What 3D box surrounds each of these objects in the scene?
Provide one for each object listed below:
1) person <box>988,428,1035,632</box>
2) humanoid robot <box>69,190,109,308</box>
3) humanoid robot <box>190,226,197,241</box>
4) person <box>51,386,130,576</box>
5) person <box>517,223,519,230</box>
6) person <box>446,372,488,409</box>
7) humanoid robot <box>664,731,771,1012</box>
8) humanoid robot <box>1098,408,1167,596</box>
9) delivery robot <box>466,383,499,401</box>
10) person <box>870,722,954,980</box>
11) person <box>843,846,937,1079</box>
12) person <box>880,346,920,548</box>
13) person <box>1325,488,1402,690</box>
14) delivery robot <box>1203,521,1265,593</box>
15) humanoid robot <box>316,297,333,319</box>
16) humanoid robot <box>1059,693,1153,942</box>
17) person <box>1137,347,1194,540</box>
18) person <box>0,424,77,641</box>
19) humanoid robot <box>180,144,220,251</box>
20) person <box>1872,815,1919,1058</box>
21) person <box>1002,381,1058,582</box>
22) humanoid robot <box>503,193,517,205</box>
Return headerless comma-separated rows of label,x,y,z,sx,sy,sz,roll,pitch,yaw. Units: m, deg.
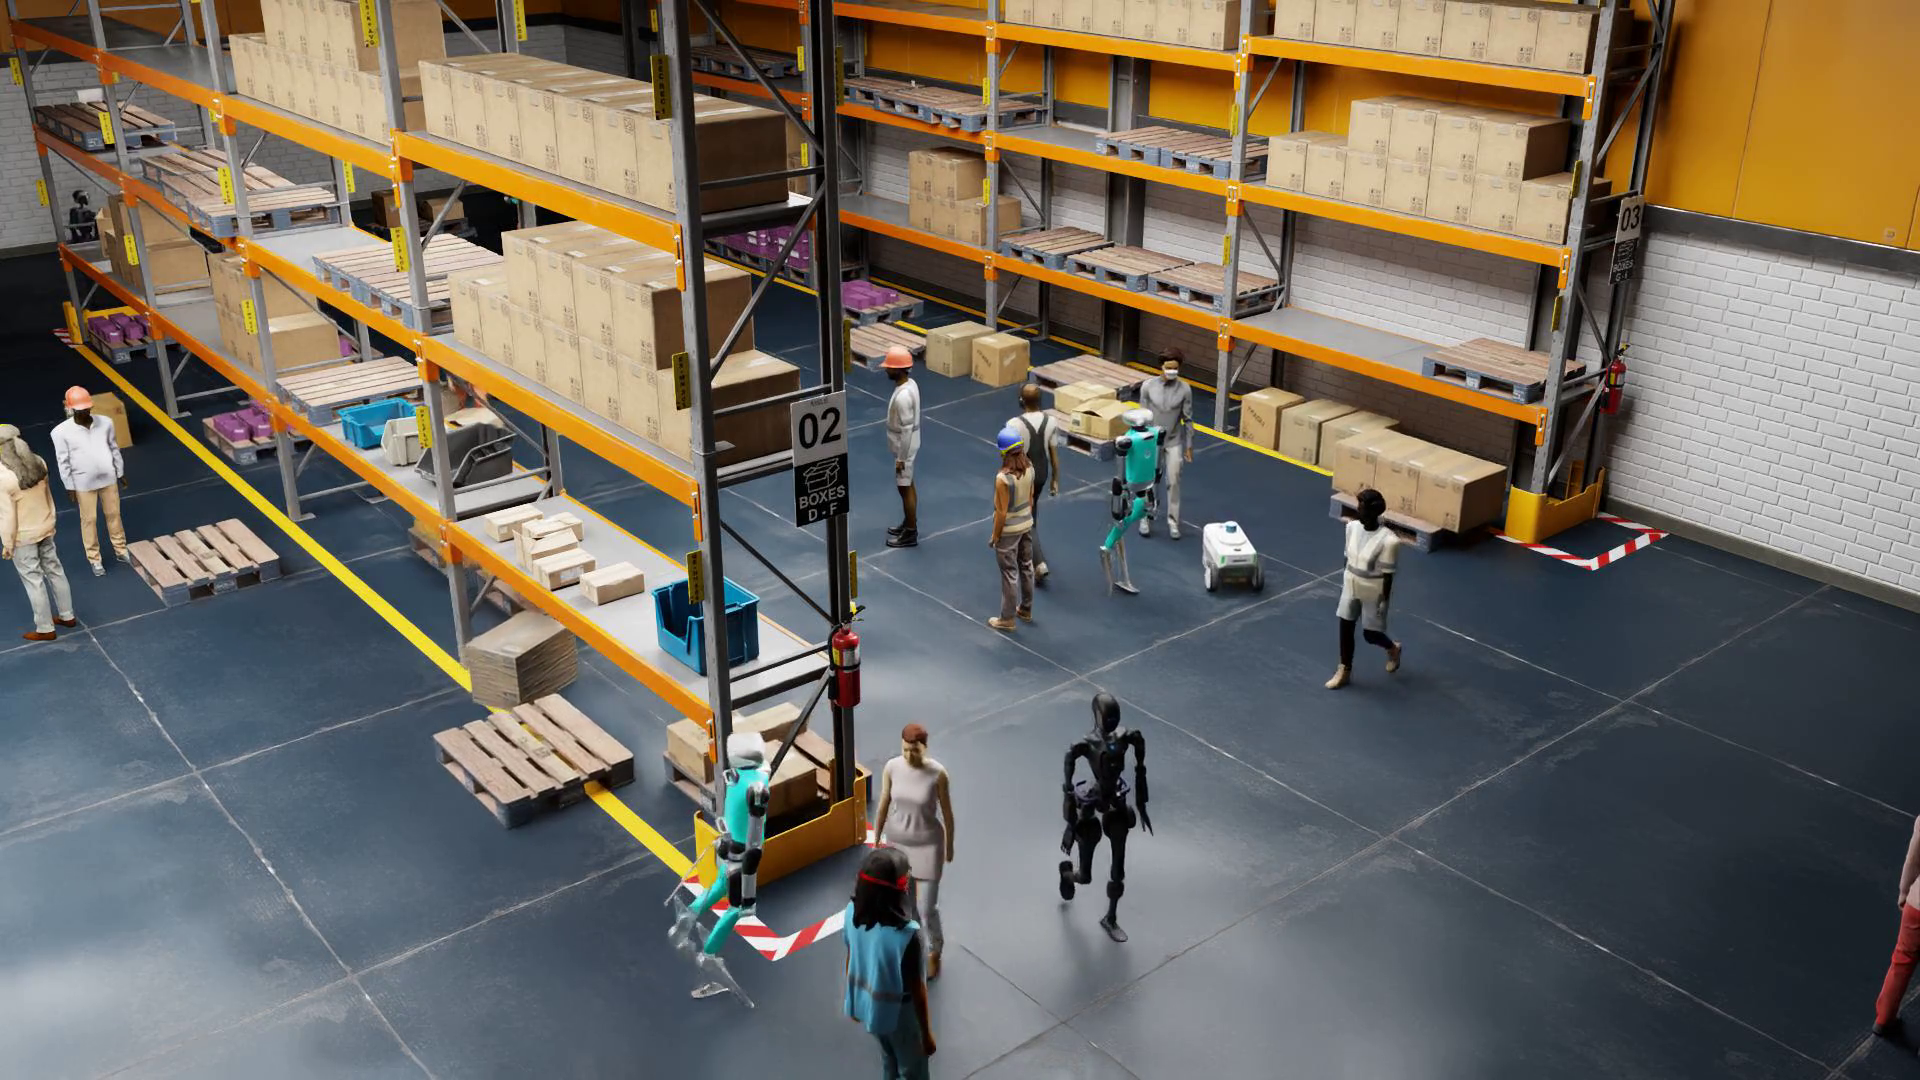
person,0.430,-0.090,13.957,0.321,1.771,0.471,20,30,38
humanoid robot,-12.235,-4.088,23.334,0.615,1.653,0.352,10,25,22
humanoid robot,-10.722,-3.997,23.130,0.573,1.631,0.583,7,24,17
person,-7.828,-0.554,15.052,0.324,1.751,0.558,17,29,35
person,-5.253,-2.990,20.504,0.406,1.905,0.650,13,27,28
person,-5.378,-1.834,18.062,0.486,1.718,0.901,-14,27,-28
humanoid robot,-1.400,1.938,9.366,0.719,1.807,0.560,-8,25,-19
humanoid robot,1.420,-0.296,14.581,0.542,1.883,0.666,-16,28,-33
delivery robot,-5.771,-1.959,19.810,0.524,0.586,0.736,-8,25,-19
person,-0.281,1.813,9.706,0.438,1.638,0.506,8,25,18
person,-0.375,2.351,8.207,0.701,1.843,0.534,-21,31,-39
person,-0.556,-0.872,15.561,0.359,1.935,0.552,1,23,2
person,3.208,0.374,12.991,0.598,1.676,0.538,-16,28,-32
delivery robot,2.430,0.143,14.974,0.499,0.613,0.811,-2,23,-5
humanoid robot,-8.907,-3.762,22.594,0.807,1.853,0.569,4,24,10
humanoid robot,0.859,1.621,10.127,0.589,1.646,0.542,-9,25,-20
person,1.928,-0.932,15.764,0.577,1.884,0.433,1,23,2
person,-7.687,-0.065,13.769,0.402,1.876,0.565,6,24,13
humanoid robot,-12.176,-5.237,25.986,0.541,1.772,1.033,14,27,29
person,5.389,2.024,9.081,0.337,1.756,0.517,-19,30,-37
person,0.650,-0.537,14.946,0.501,1.814,0.869,-12,26,-25
humanoid robot,-6.972,-5.547,26.640,0.768,1.801,0.563,14,27,30
